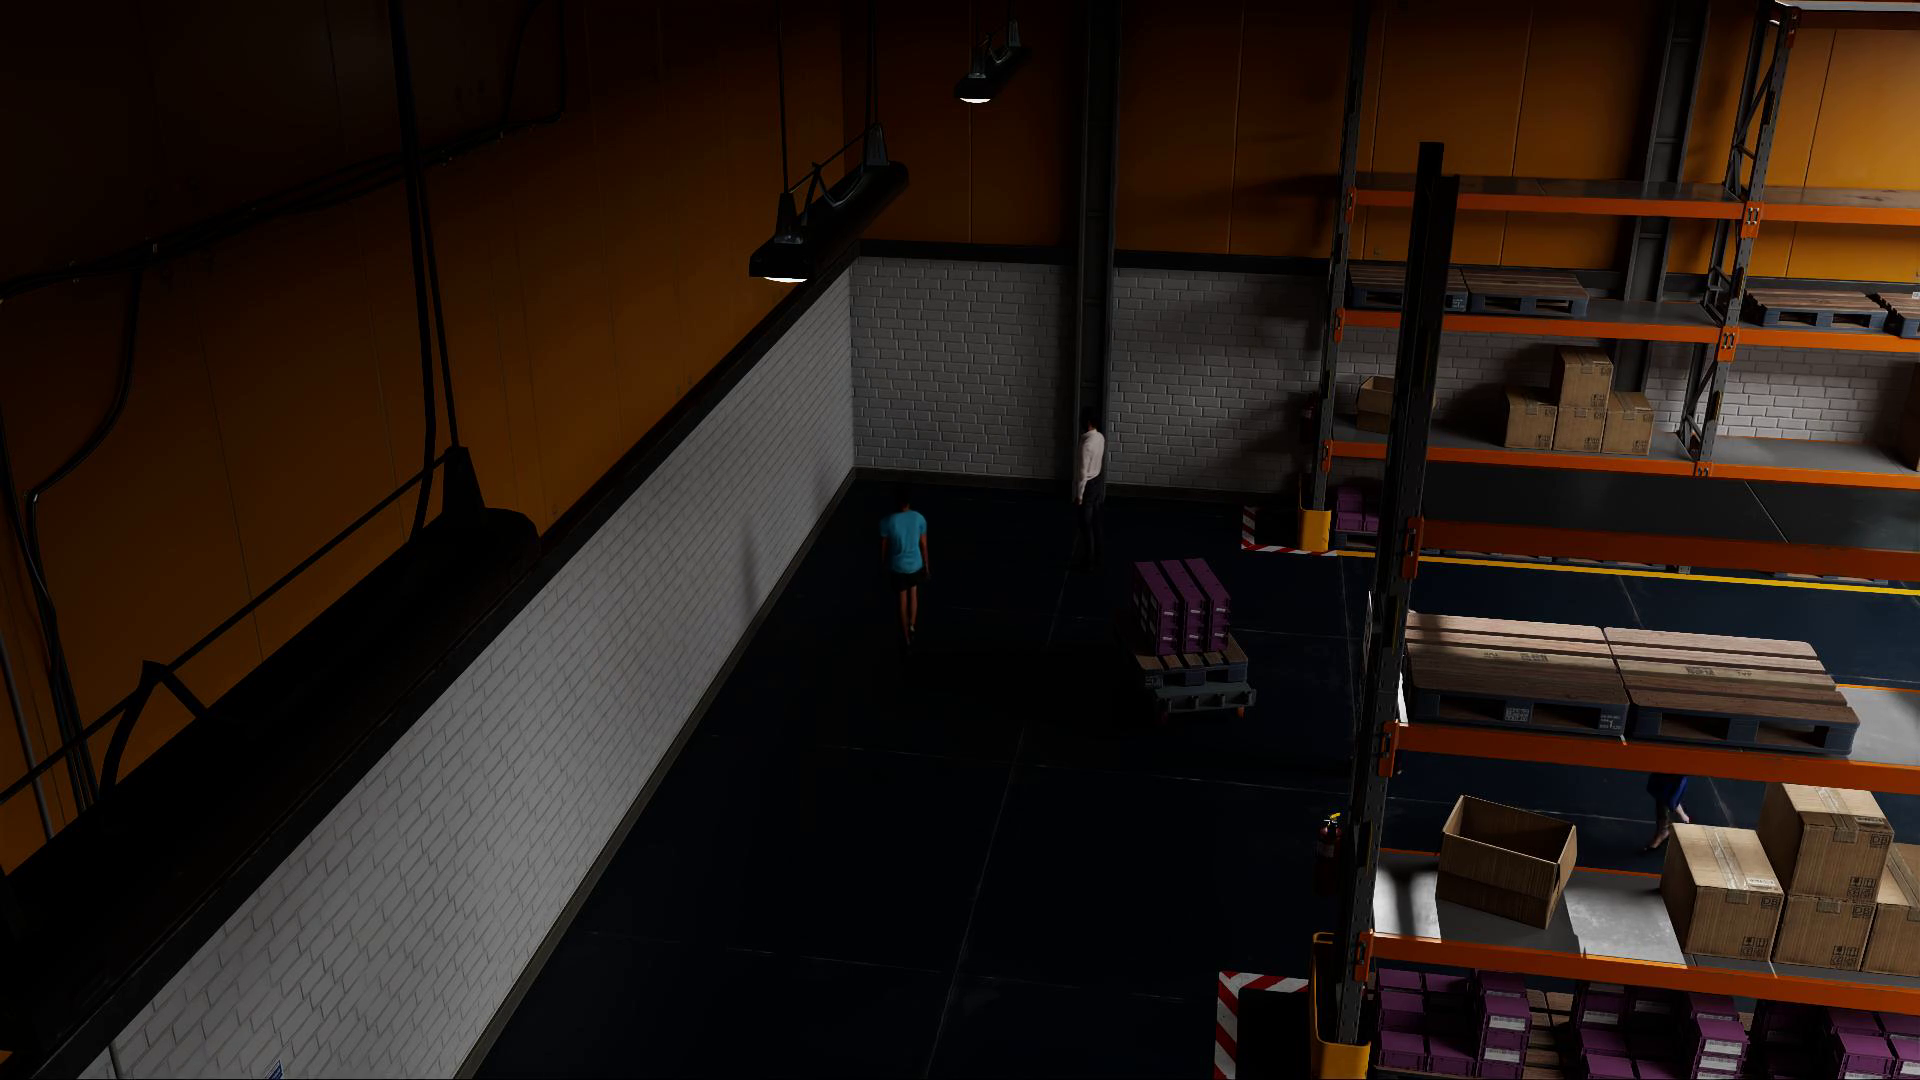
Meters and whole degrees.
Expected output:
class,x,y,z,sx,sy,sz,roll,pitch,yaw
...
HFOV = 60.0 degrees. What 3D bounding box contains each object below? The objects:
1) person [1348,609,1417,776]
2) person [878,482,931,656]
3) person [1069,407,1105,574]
class,x,y,z,sx,sy,sz,roll,pitch,yaw
person,3.647,1.155,14.200,0.747,1.893,0.852,-6,24,-13
person,-0.521,0.309,16.299,0.853,1.761,0.883,-6,24,-14
person,1.415,-0.555,18.142,0.618,1.868,0.694,10,26,22
